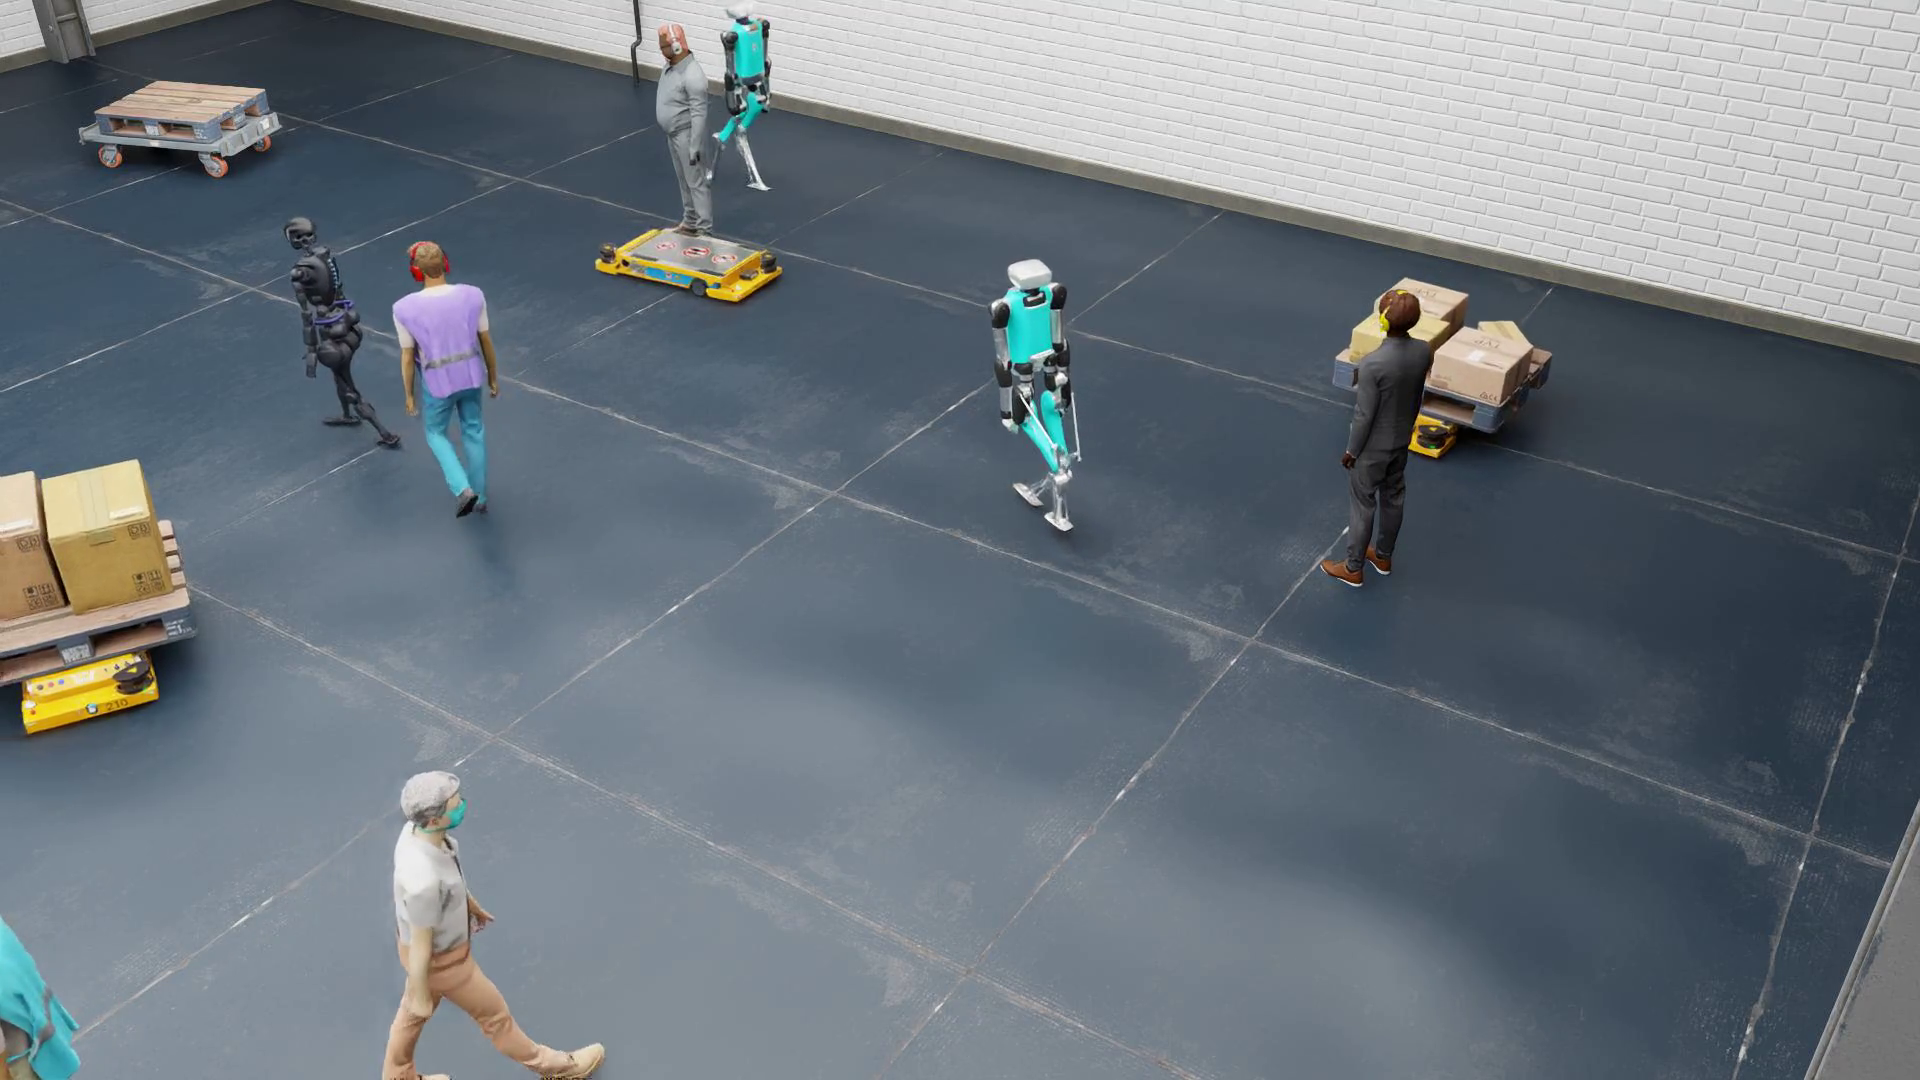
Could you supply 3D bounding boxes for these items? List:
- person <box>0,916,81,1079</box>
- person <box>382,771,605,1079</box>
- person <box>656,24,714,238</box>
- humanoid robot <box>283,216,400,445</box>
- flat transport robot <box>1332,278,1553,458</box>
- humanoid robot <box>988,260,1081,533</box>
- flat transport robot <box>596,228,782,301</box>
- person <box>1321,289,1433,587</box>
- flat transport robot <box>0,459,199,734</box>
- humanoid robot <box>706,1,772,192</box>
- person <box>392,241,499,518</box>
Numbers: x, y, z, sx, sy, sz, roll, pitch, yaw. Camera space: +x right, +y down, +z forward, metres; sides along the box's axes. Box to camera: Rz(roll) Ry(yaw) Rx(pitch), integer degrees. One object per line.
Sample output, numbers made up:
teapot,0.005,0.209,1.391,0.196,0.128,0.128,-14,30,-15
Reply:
person,-3.324,1.874,5.899,0.398,1.831,0.561,-15,36,-22
person,-1.961,1.574,6.492,0.931,1.687,0.478,-10,34,-16
person,-2.338,-3.395,14.032,0.409,1.901,0.638,-16,36,-23
humanoid robot,-4.185,-1.383,11.152,0.663,1.634,0.589,3,33,5
flat transport robot,3.400,-1.020,11.843,0.659,0.231,1.431,22,39,31
humanoid robot,0.547,-0.791,10.129,0.537,1.760,0.930,-20,38,-28
flat transport robot,-2.263,-2.308,13.847,1.431,0.231,0.659,16,36,23
person,2.445,-0.588,9.686,0.495,1.876,0.356,-18,37,-26
flat transport robot,-4.978,0.543,9.411,0.659,0.231,1.431,-16,36,-23
humanoid robot,-2.121,-4.050,15.266,0.841,1.854,0.557,24,40,33
person,-3.145,-0.961,10.306,0.590,1.822,0.457,-20,38,-28
